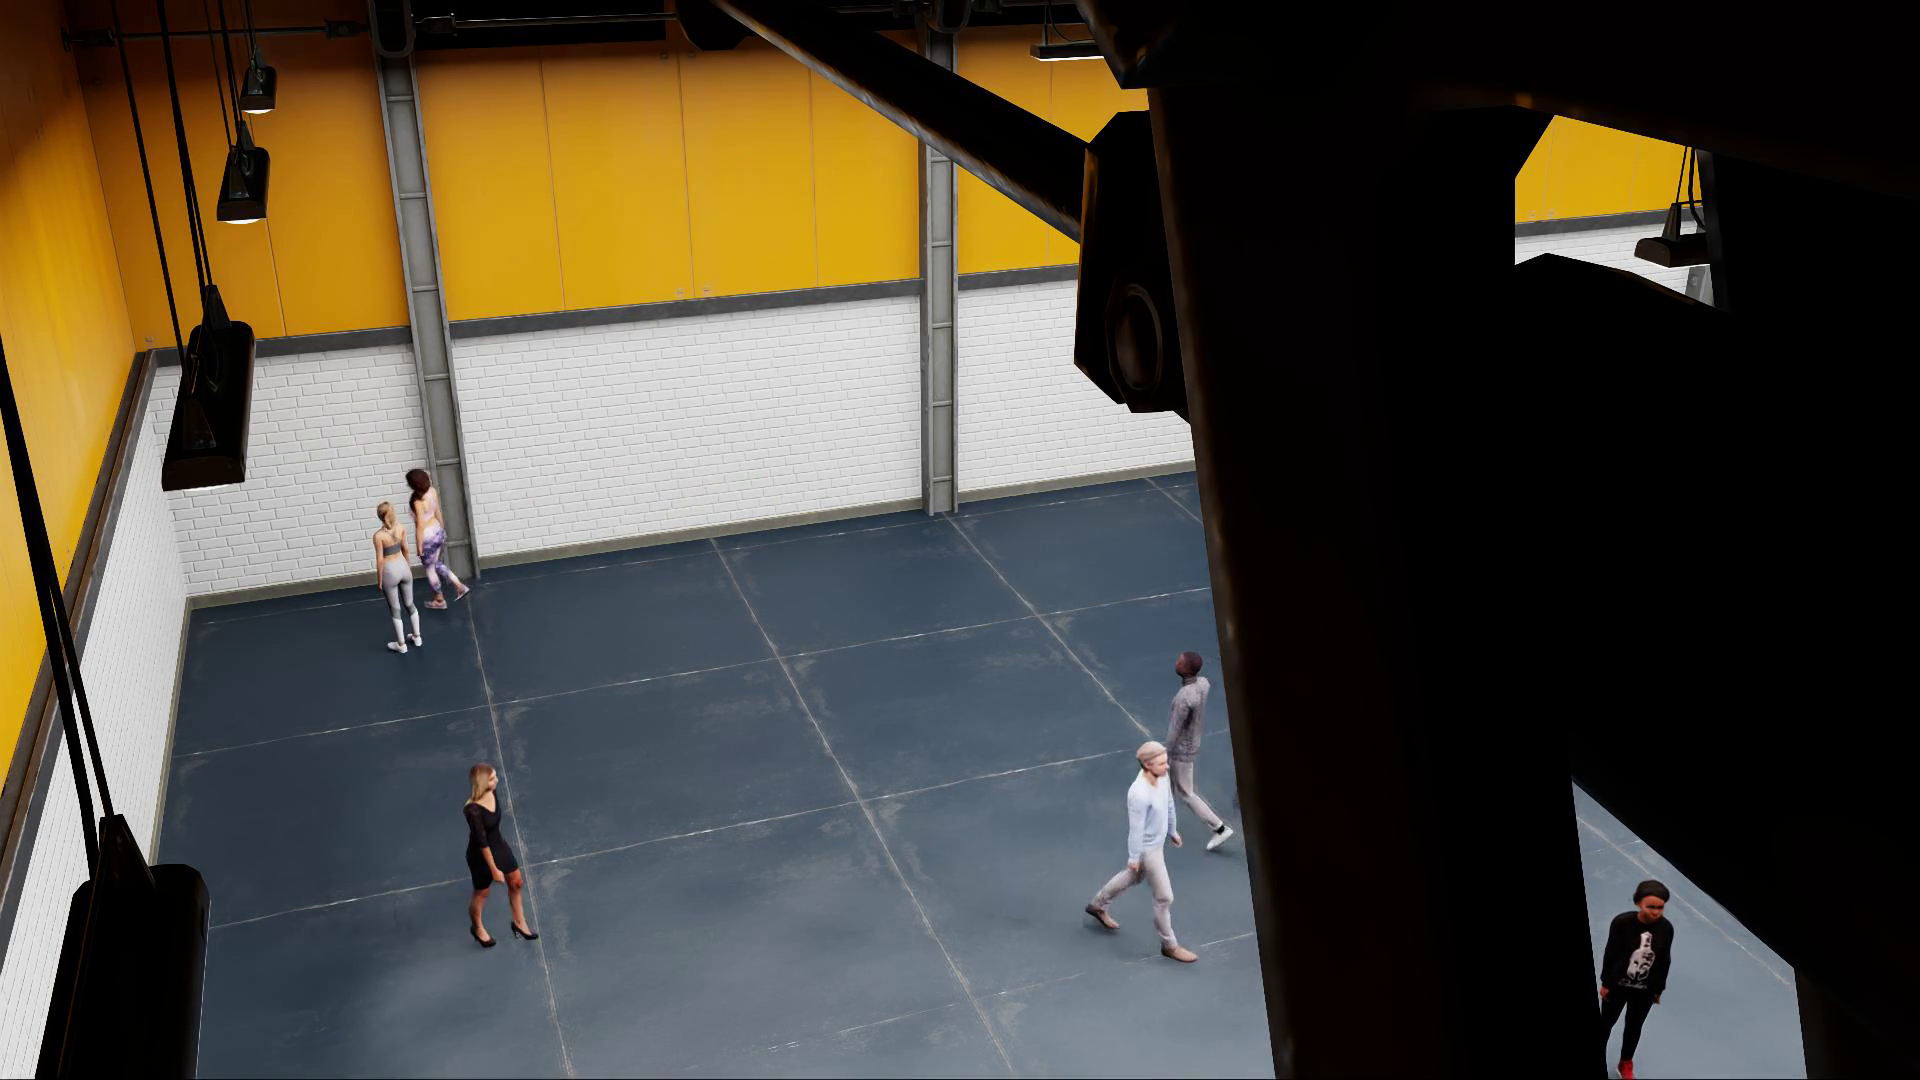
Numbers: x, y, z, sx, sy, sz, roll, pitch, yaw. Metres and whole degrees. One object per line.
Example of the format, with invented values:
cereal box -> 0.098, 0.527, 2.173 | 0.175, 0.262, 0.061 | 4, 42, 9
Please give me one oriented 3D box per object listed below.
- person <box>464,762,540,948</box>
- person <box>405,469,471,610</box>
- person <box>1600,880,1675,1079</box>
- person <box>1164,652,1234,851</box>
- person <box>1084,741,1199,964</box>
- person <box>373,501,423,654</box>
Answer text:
person -> -3.768, 2.470, 12.971 | 0.864, 1.655, 0.770 | 6, 24, 13
person -> -5.800, 0.019, 18.466 | 0.930, 1.744, 0.841 | 5, 24, 12
person -> 4.665, 3.071, 11.574 | 0.632, 1.673, 0.737 | 4, 24, 9
person -> 1.997, 1.822, 14.250 | 1.210, 1.819, 1.109 | 9, 25, 19
person -> 1.377, 2.366, 12.959 | 1.272, 1.854, 1.214 | 11, 26, 23
person -> -6.001, 0.378, 17.696 | 0.715, 1.704, 0.629 | 17, 29, 34
